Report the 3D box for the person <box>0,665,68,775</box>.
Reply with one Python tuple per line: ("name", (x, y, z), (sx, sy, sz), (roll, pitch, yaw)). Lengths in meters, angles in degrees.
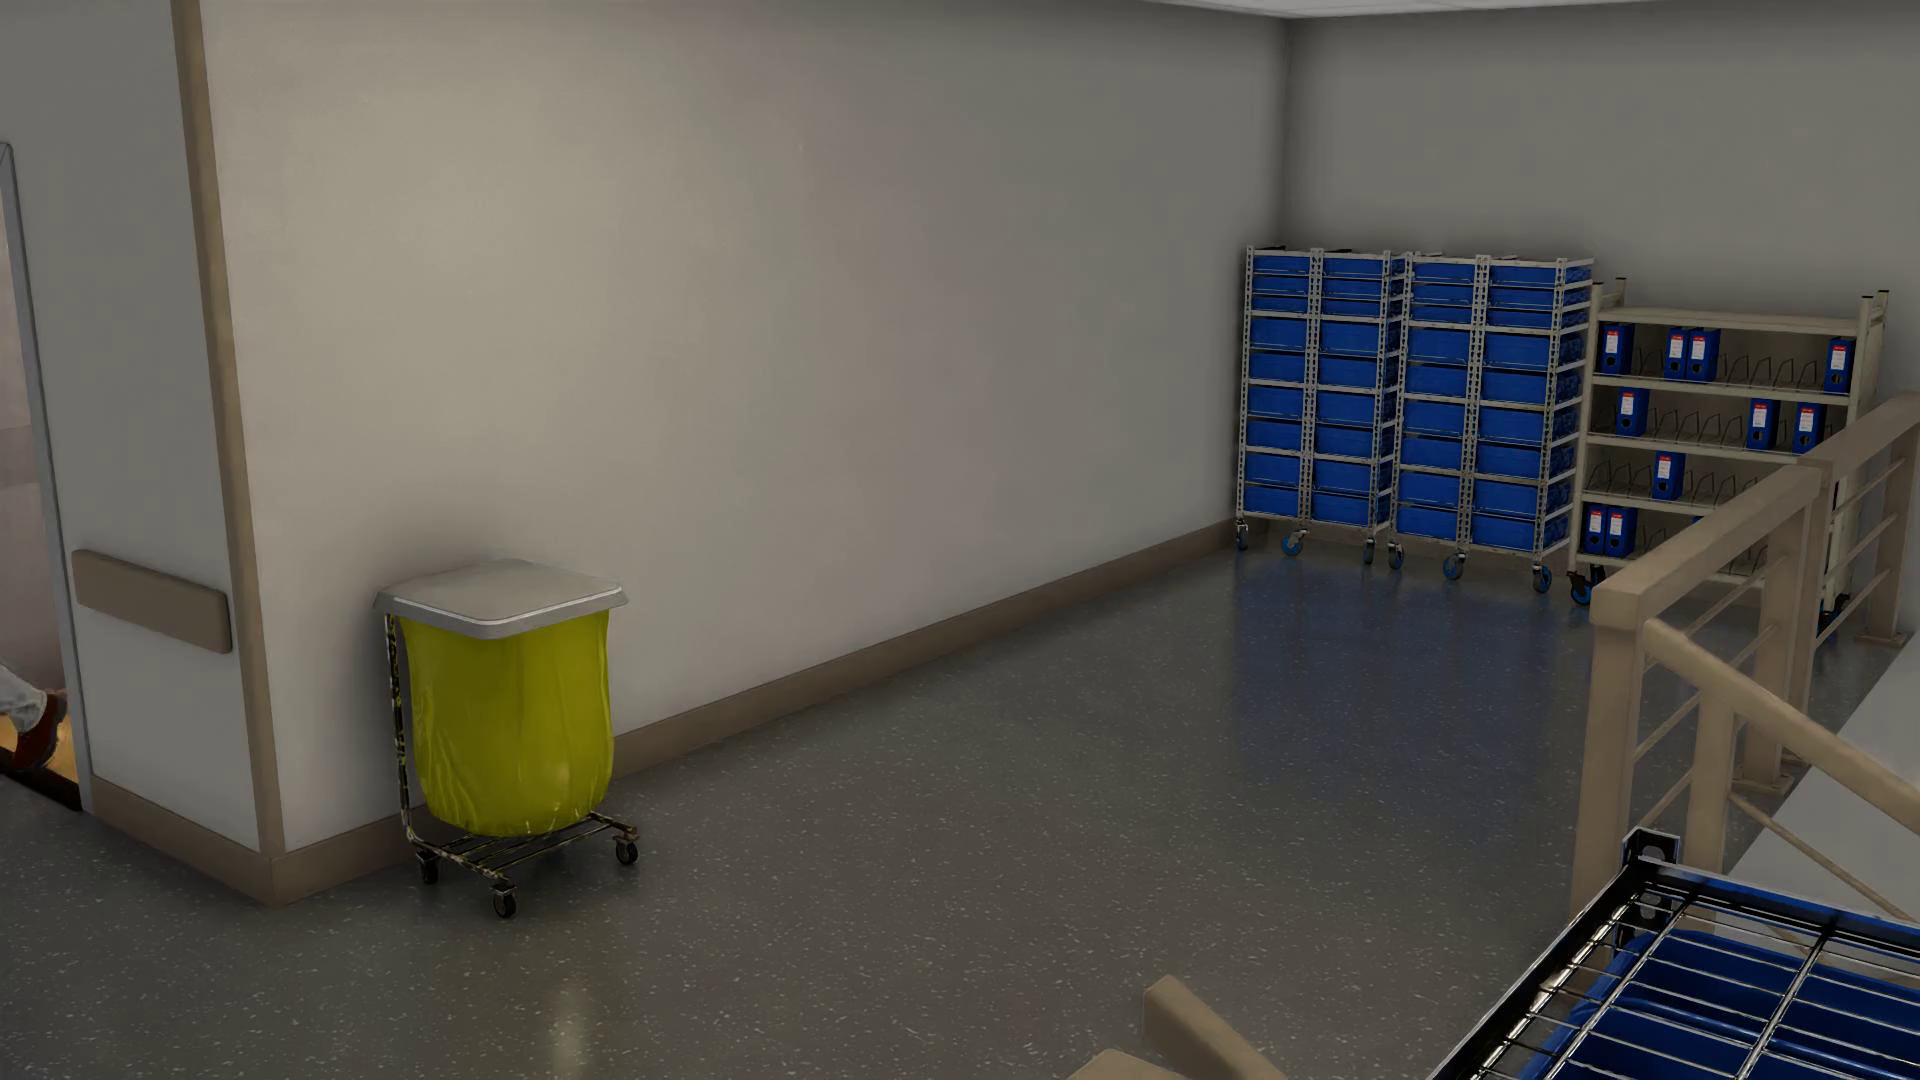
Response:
("person", (-3.674, 0.022, 5.812), (0.638, 1.911, 0.747), (6, 15, 22))
